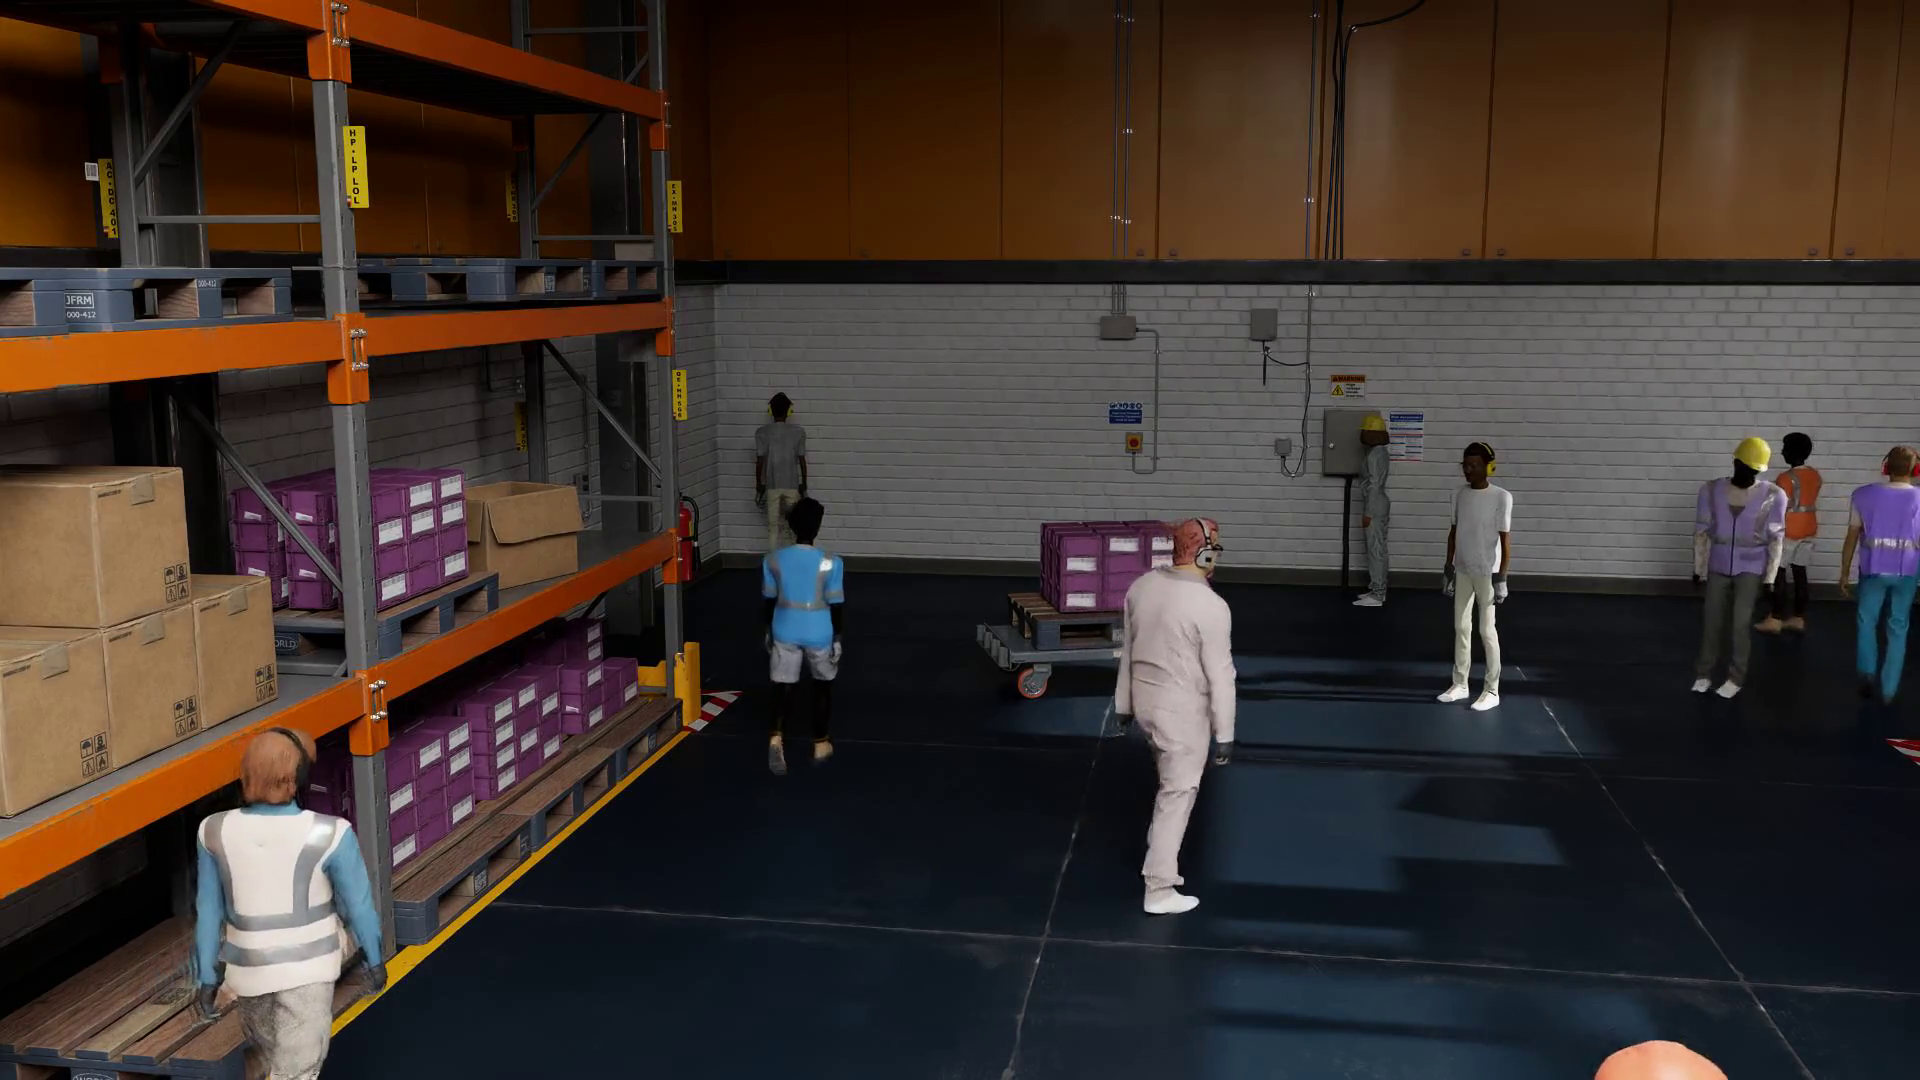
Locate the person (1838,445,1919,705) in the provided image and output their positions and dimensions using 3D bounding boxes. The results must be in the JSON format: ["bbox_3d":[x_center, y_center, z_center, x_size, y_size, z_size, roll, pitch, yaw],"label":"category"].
[{"bbox_3d":[6.472,0.254,11.596,0.607,1.824,0.447,5,10,26],"label":"person"}]

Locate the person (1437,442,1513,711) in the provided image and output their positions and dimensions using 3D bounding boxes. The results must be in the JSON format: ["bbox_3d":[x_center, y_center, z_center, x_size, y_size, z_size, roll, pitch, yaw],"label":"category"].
[{"bbox_3d":[3.579,0.244,11.556,0.316,1.861,0.514,-7,11,-36],"label":"person"}]

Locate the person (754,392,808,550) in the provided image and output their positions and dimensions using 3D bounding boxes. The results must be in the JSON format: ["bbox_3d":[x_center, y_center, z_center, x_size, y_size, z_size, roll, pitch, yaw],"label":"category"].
[{"bbox_3d":[-1.719,-0.481,15.984,0.514,1.872,0.332,-1,9,-6],"label":"person"}]

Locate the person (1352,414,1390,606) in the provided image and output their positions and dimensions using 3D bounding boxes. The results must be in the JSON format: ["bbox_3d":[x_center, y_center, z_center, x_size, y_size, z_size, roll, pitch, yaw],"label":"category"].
[{"bbox_3d":[3.732,-0.270,15.077,0.313,1.744,0.487,4,10,25],"label":"person"}]

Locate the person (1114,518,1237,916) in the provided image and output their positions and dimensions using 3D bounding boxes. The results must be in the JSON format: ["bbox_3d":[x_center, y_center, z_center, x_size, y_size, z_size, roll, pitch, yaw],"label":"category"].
[{"bbox_3d":[1.047,0.830,7.876,0.574,1.879,0.672,-6,11,-32],"label":"person"}]

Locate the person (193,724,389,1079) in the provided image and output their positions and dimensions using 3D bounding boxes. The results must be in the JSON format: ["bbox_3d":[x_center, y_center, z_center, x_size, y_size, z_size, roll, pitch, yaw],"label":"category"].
[{"bbox_3d":[-2.133,1.375,5.374,0.545,1.587,0.860,1,9,4],"label":"person"}]

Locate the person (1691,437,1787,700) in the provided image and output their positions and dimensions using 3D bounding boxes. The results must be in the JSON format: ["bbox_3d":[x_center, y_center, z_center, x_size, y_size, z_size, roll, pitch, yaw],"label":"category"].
[{"bbox_3d":[5.470,0.206,11.736,0.596,1.889,0.511,8,12,40],"label":"person"}]

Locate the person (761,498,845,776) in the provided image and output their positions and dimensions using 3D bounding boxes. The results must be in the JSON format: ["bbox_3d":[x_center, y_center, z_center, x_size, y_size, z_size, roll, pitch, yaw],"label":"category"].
[{"bbox_3d":[-0.957,0.583,10.030,0.534,1.669,0.739,2,9,11],"label":"person"}]

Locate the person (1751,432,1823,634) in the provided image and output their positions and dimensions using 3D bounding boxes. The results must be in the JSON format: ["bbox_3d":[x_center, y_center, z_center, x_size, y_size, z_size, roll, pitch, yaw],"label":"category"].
[{"bbox_3d":[6.949,-0.055,13.896,0.568,1.695,0.330,-5,11,-30],"label":"person"}]

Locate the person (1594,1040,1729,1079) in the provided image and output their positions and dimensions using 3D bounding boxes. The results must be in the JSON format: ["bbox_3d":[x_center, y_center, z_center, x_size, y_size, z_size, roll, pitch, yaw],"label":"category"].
[{"bbox_3d":[1.063,1.656,2.710,0.551,1.913,0.811,2,9,11],"label":"person"}]
